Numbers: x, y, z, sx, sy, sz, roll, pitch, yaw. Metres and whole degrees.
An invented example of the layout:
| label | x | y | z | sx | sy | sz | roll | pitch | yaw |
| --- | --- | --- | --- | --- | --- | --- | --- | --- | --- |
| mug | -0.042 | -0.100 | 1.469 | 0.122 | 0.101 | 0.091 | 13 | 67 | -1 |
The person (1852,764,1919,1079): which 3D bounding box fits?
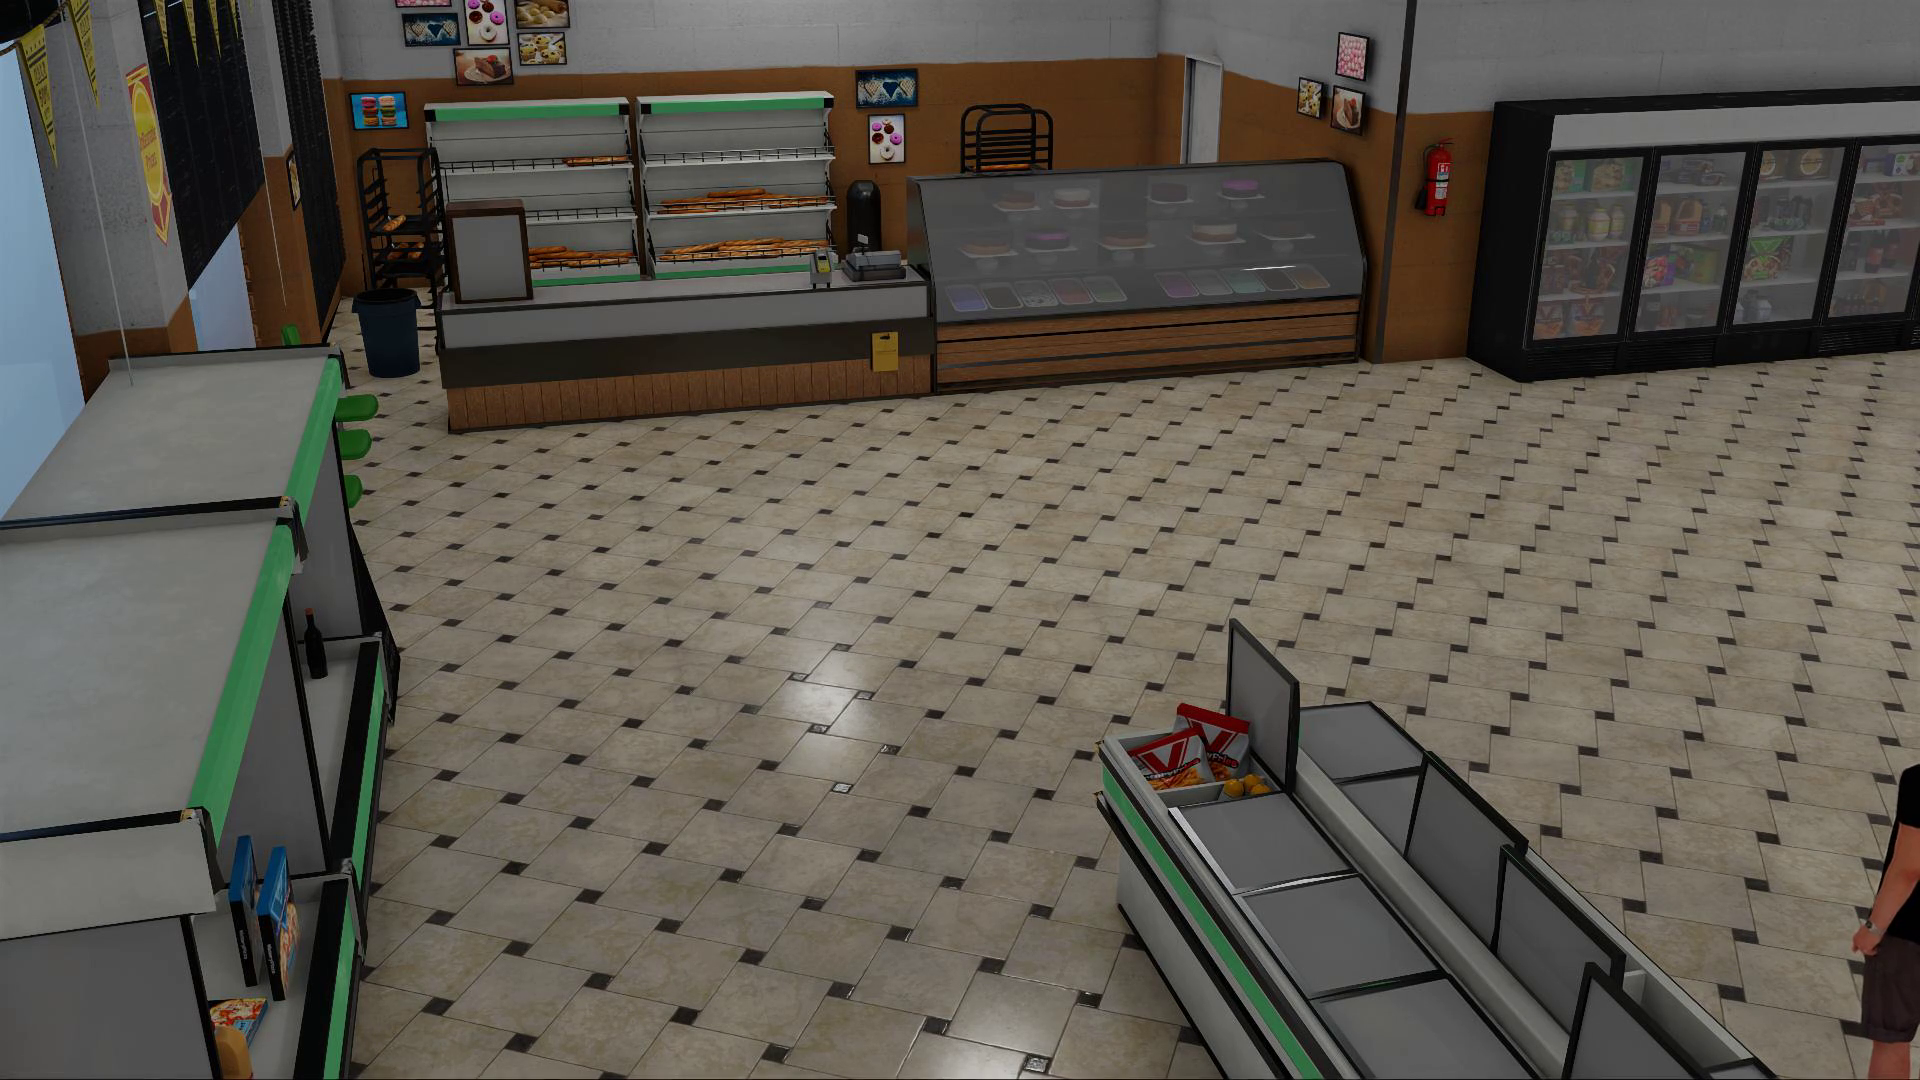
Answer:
| label | x | y | z | sx | sy | sz | roll | pitch | yaw |
| --- | --- | --- | --- | --- | --- | --- | --- | --- | --- |
| person | 3.234 | 1.265 | 5.522 | 0.664 | 1.861 | 0.576 | -6 | 23 | -16 |
